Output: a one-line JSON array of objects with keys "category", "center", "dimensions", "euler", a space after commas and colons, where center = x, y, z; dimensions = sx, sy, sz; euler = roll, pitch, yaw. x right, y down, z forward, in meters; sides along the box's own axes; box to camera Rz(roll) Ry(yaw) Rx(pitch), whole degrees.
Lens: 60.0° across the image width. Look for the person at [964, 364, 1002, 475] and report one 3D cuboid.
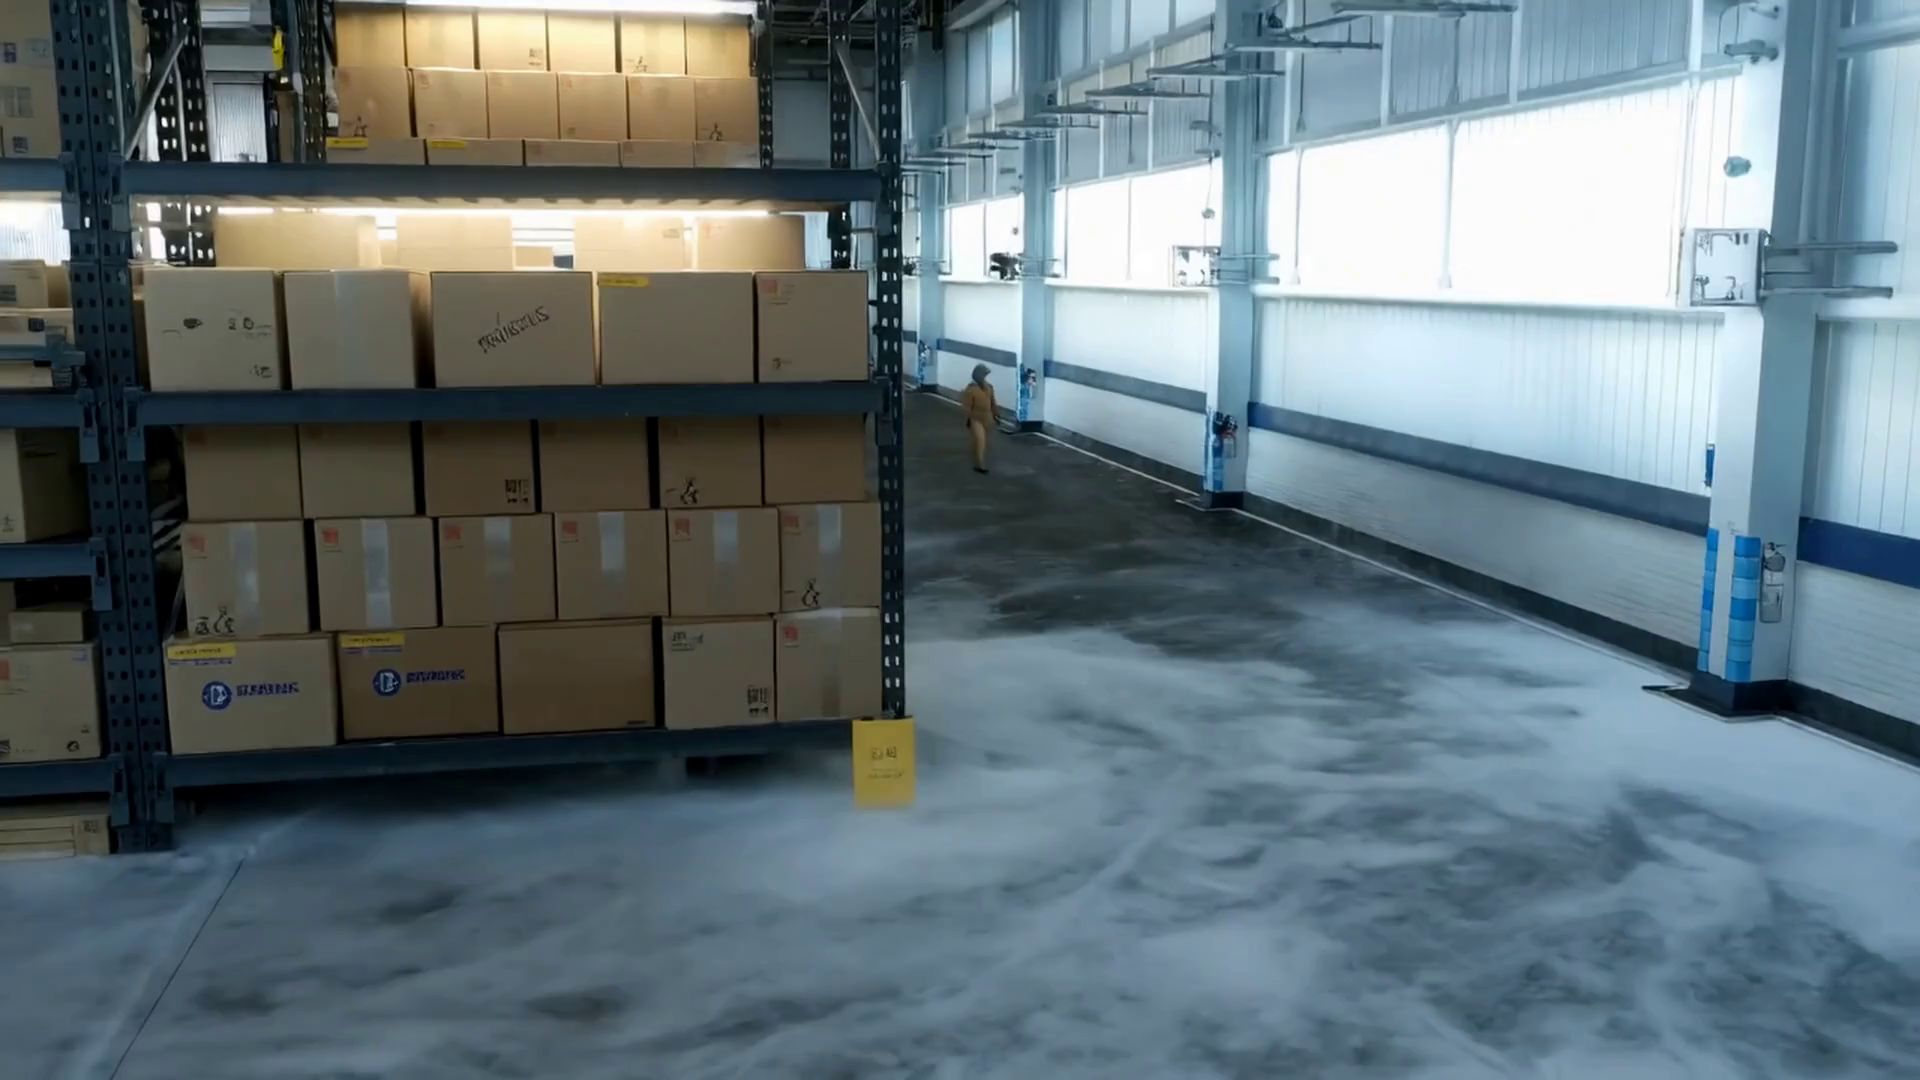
[{"category": "person", "center": [0.336, -1.763, 24.357], "dimensions": [0.517, 1.617, 0.525], "euler": [7, 12, 36]}]
